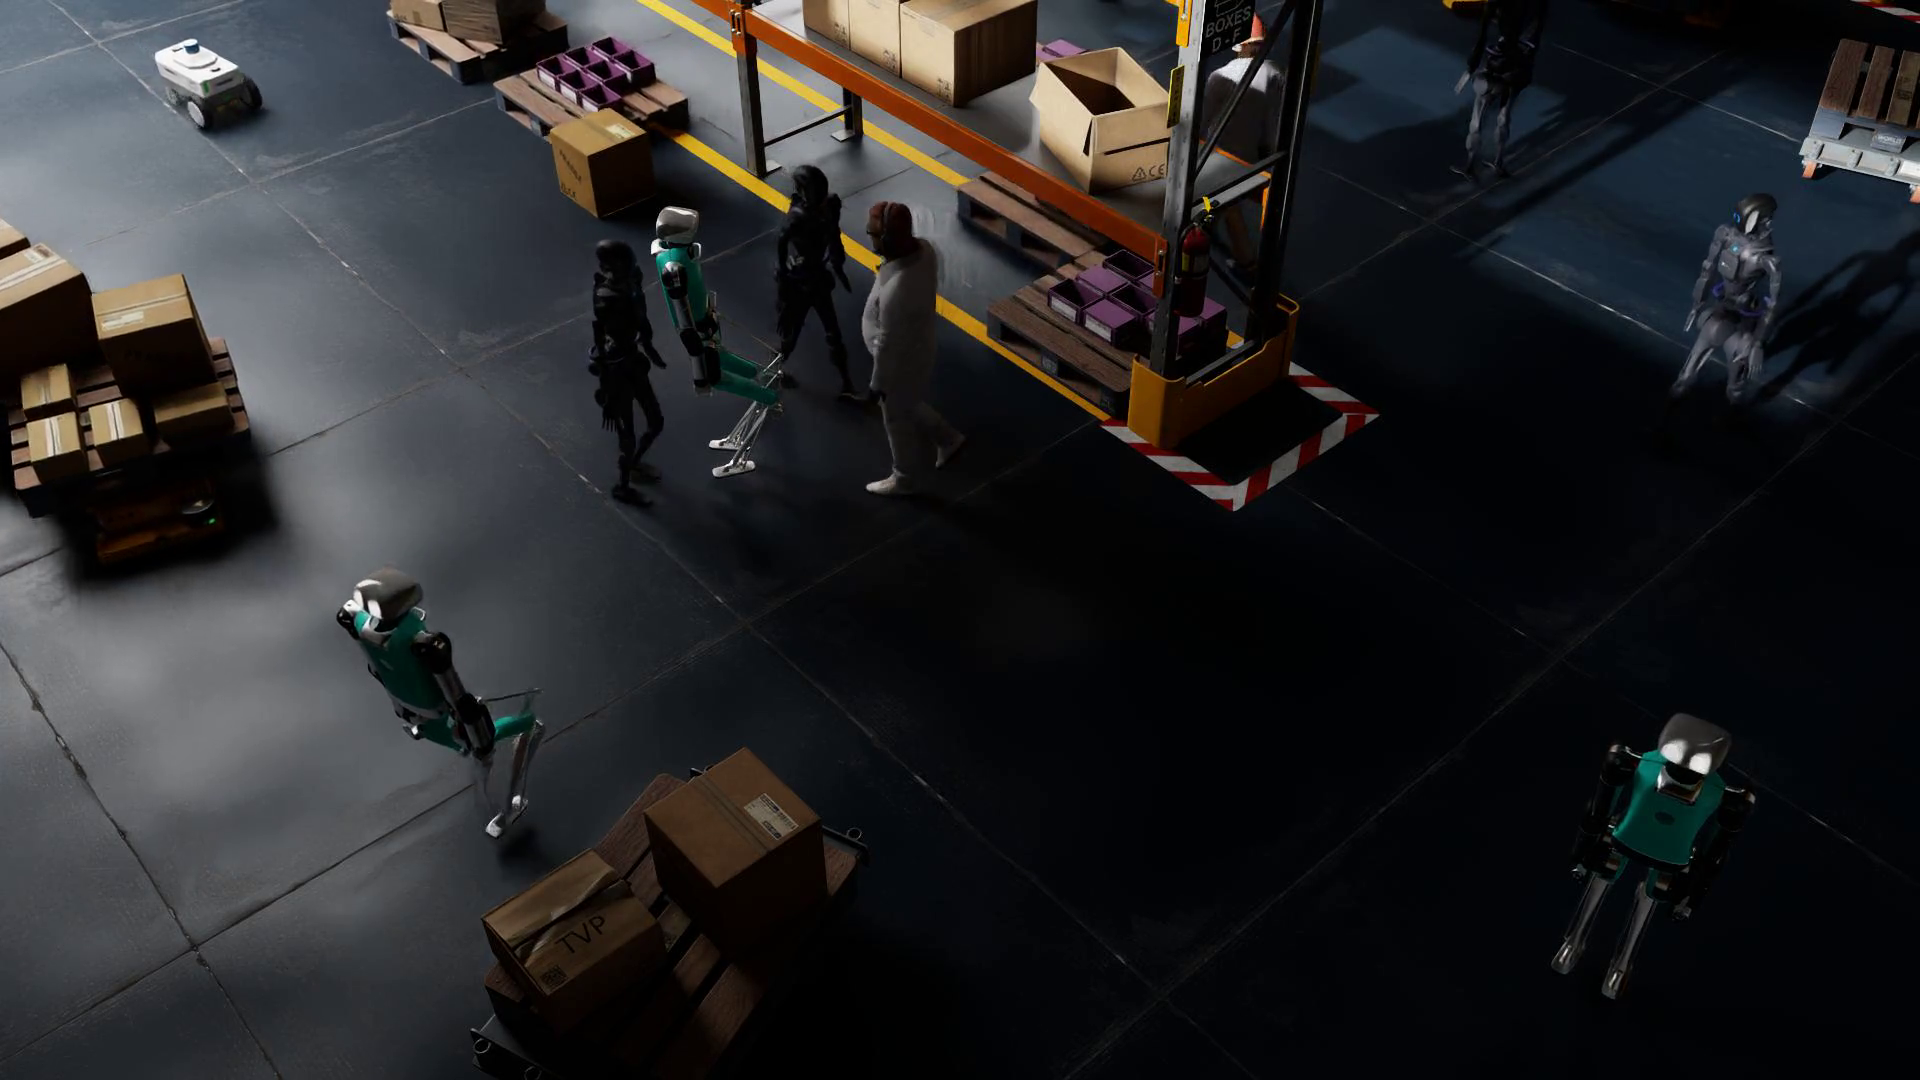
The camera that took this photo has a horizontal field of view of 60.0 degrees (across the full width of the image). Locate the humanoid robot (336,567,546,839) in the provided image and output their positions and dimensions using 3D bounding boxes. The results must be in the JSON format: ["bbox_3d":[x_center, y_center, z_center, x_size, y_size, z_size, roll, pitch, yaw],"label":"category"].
[{"bbox_3d":[-2.137,0.729,7.290,0.542,1.888,0.756,20,46,20],"label":"humanoid robot"}]

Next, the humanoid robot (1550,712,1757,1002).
[{"bbox_3d":[2.757,1.183,6.650,0.532,1.697,0.722,21,47,21],"label":"humanoid robot"}]

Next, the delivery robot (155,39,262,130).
[{"bbox_3d":[-5.796,-3.534,12.717,0.766,0.580,0.499,29,50,28],"label":"delivery robot"}]

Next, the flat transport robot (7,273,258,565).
[{"bbox_3d":[-4.688,-0.444,9.578,0.659,0.231,1.431,-18,46,-19],"label":"flat transport robot"}]

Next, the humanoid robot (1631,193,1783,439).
[{"bbox_3d":[4.369,-1.224,9.420,0.772,1.622,0.615,-15,45,-16],"label":"humanoid robot"}]

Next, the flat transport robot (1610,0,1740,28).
[{"bbox_3d":[5.899,-4.749,14.260,1.431,0.231,0.659,24,48,24],"label":"flat transport robot"}]

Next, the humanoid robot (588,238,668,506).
[{"bbox_3d":[-1.839,-0.928,9.067,0.337,1.647,0.613,11,44,12],"label":"humanoid robot"}]

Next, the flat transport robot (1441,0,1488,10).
[{"bbox_3d":[4.350,-5.062,14.601,0.659,0.231,1.431,-7,43,-8],"label":"flat transport robot"}]

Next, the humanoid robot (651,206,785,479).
[{"bbox_3d":[-1.233,-1.069,9.074,0.735,1.677,0.533,-4,43,-4],"label":"humanoid robot"}]

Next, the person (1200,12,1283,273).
[{"bbox_3d":[1.799,-2.610,10.864,0.559,1.716,0.856,-24,48,-24],"label":"person"}]

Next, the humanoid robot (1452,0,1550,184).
[{"bbox_3d":[3.796,-3.314,11.655,0.606,1.653,0.311,-16,45,-17],"label":"humanoid robot"}]

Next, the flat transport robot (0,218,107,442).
[{"bbox_3d":[-5.737,-0.967,10.147,0.659,0.231,1.431,31,51,29],"label":"flat transport robot"}]

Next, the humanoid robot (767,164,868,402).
[{"bbox_3d":[-0.887,-1.510,9.734,0.754,1.625,0.584,26,48,25],"label":"humanoid robot"}]

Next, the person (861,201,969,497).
[{"bbox_3d":[-0.283,-0.981,8.972,0.505,1.886,0.641,5,43,5],"label":"person"}]
